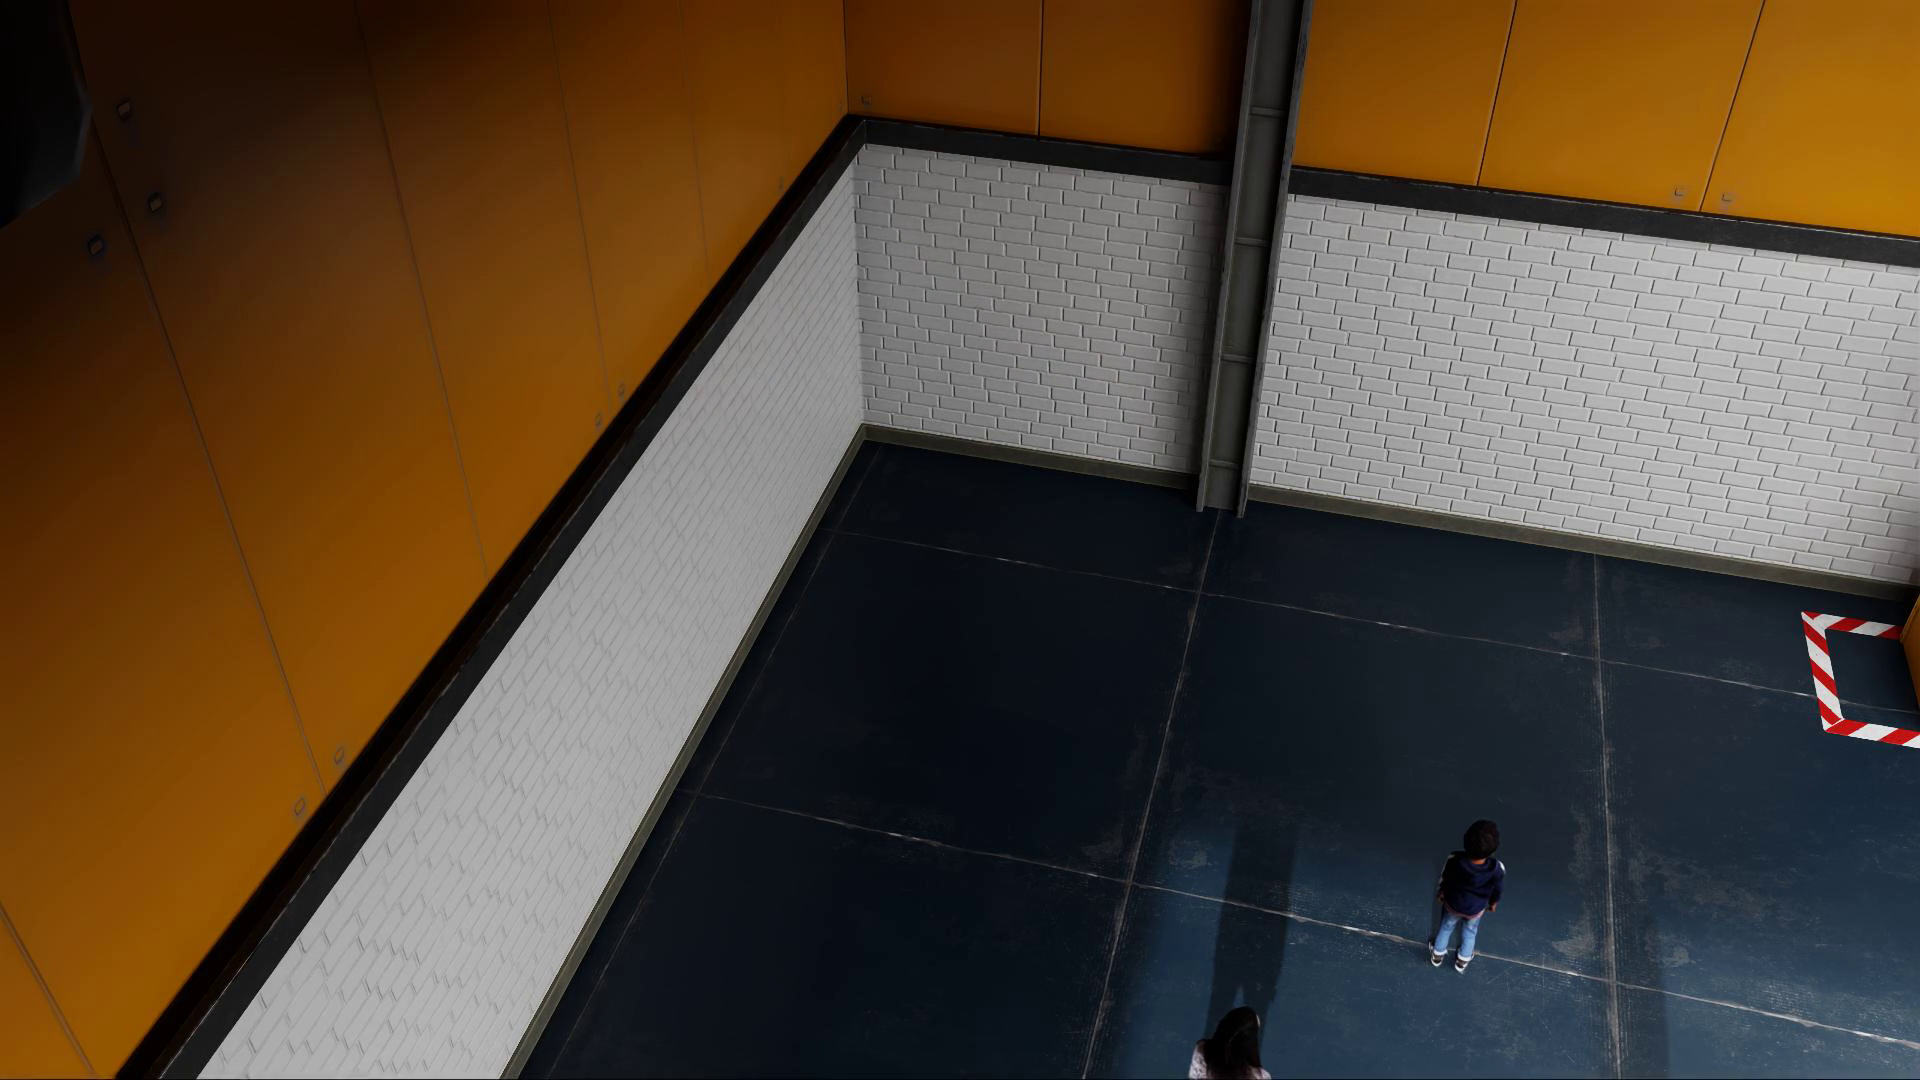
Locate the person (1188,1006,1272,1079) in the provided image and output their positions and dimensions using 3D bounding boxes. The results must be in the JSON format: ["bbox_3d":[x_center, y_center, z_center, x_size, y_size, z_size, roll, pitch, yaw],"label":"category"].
[{"bbox_3d":[1.321,2.962,8.442,0.585,1.728,0.729,24,44,27],"label":"person"}]

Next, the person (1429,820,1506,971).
[{"bbox_3d":[3.015,2.118,9.905,0.436,1.220,0.586,12,40,15],"label":"person"}]
